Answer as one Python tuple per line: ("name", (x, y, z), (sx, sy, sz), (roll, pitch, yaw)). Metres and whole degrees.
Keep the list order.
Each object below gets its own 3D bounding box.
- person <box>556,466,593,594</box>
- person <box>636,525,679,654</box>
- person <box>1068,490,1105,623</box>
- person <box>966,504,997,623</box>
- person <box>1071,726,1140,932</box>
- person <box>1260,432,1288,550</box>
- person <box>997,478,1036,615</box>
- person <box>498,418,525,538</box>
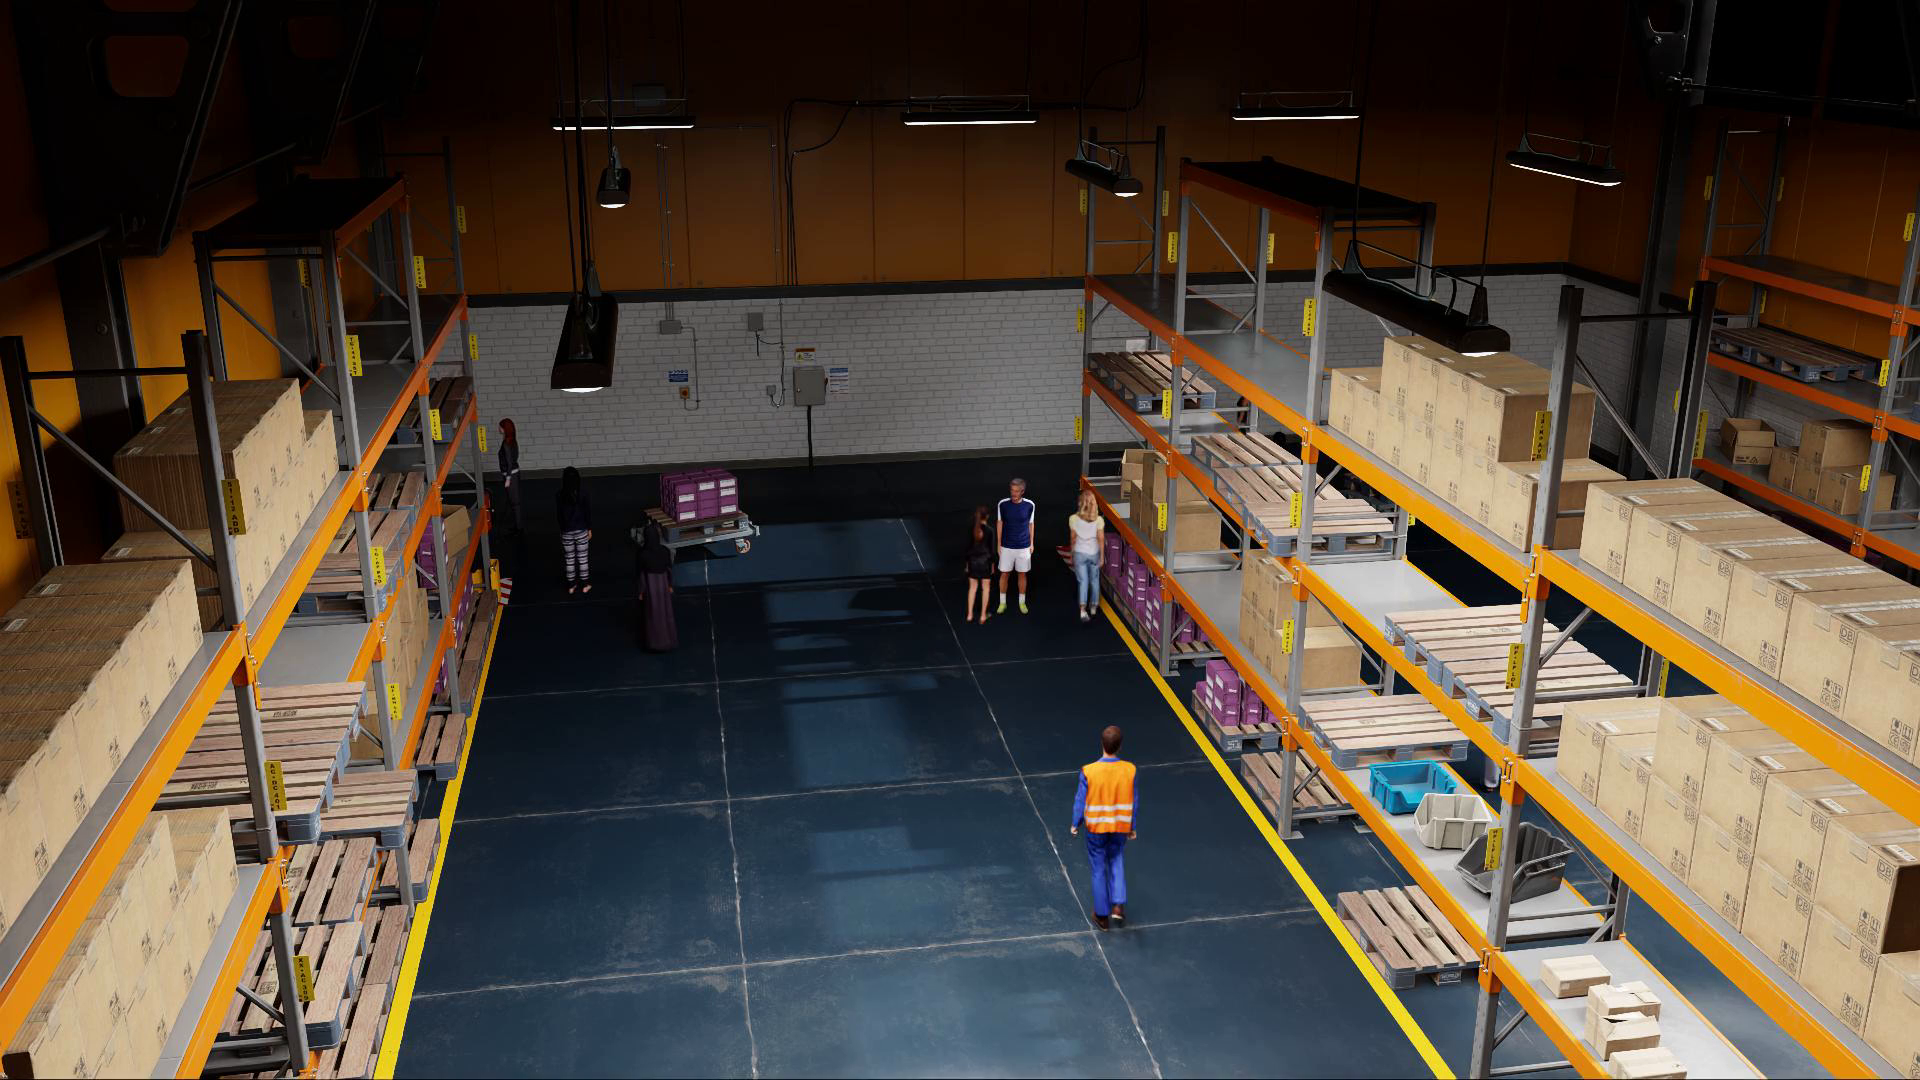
("person", (-5.138, -0.139, 22.134), (0.602, 1.732, 0.527), (-2, 19, -5))
("person", (-3.704, 0.580, 20.181), (0.653, 1.615, 0.650), (-8, 20, -21))
("person", (1.585, 0.236, 21.072), (0.742, 1.699, 1.047), (2, 19, 7))
("person", (0.252, 0.306, 21.105), (0.629, 1.546, 0.677), (2, 19, 7))
("person", (1.269, 2.497, 14.124), (0.699, 1.848, 0.704), (-4, 19, -11))
("person", (4.530, -0.709, 23.832), (0.651, 1.729, 0.655), (-12, 22, -31))
("person", (0.707, 0.056, 21.397), (0.669, 1.833, 0.603), (0, 19, 0))
("person", (-6.581, -0.921, 24.383), (0.654, 1.779, 0.459), (-1, 19, -4))
